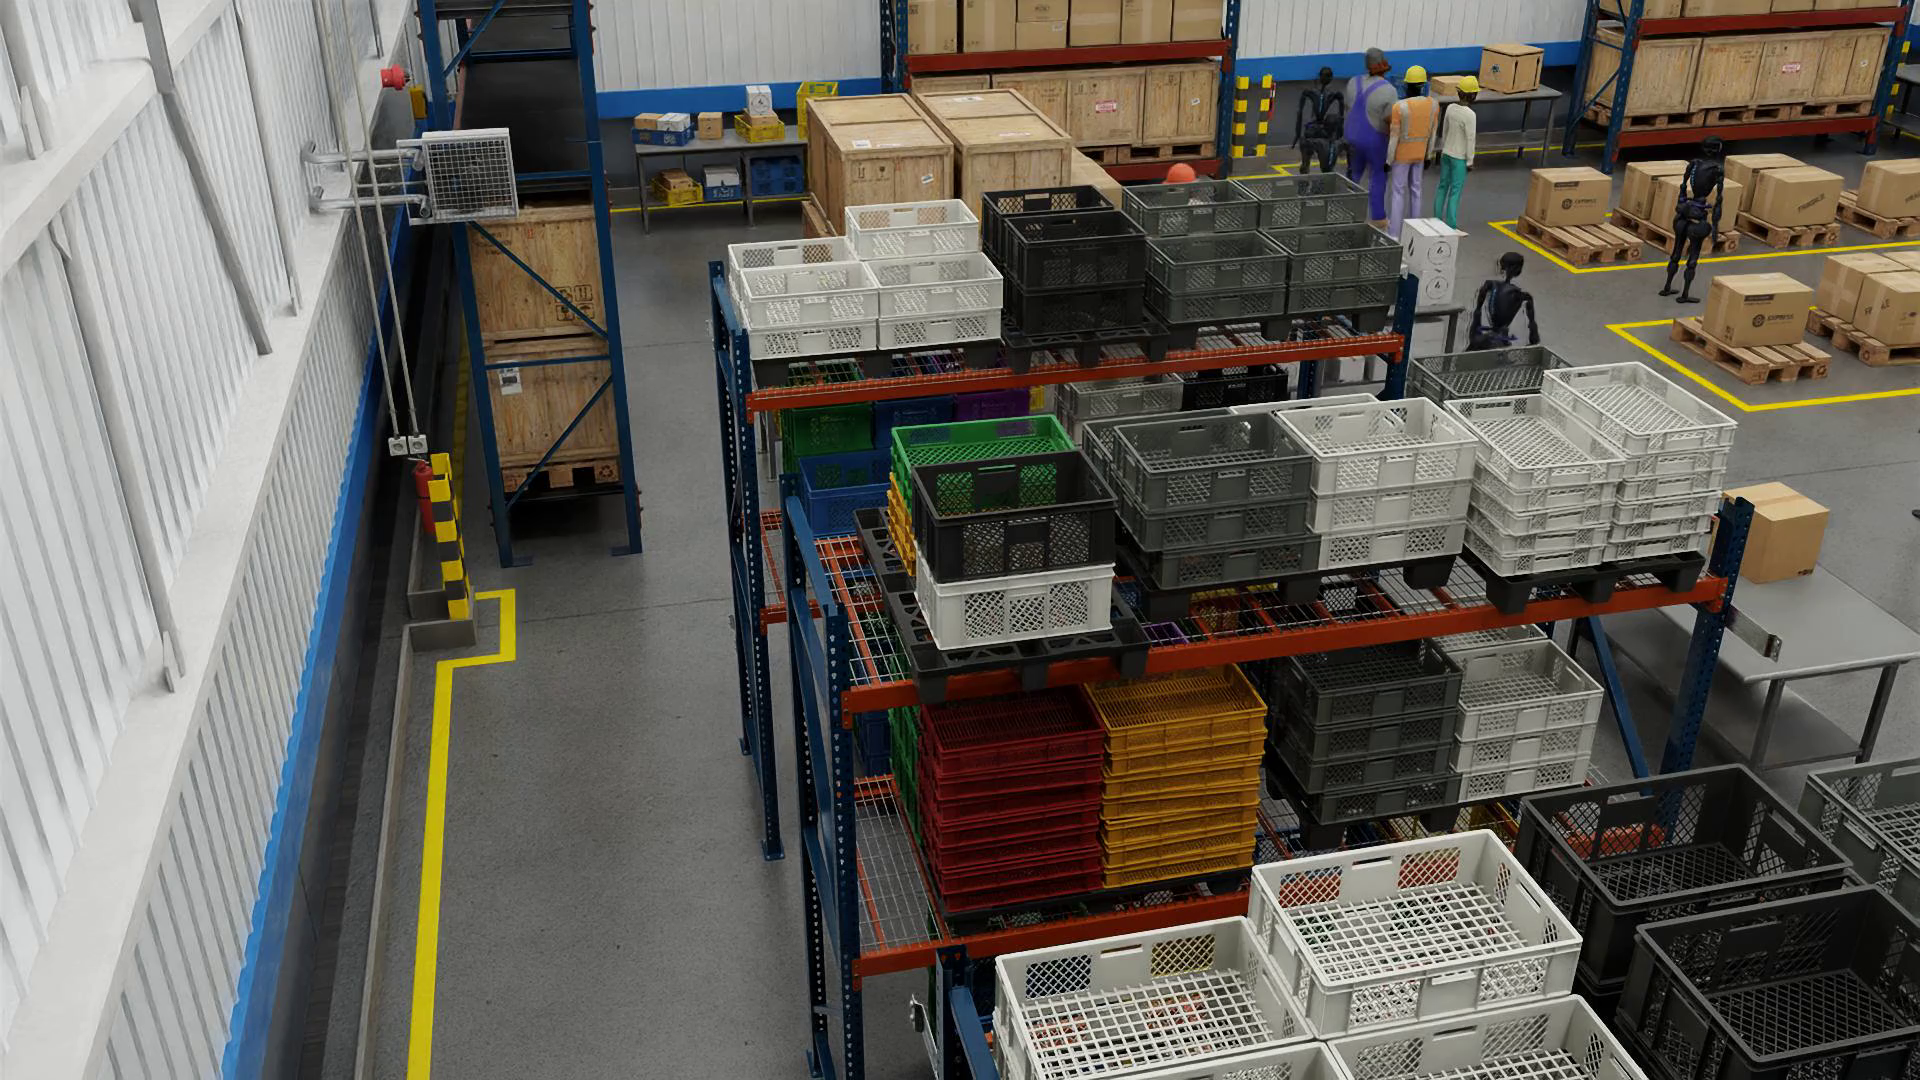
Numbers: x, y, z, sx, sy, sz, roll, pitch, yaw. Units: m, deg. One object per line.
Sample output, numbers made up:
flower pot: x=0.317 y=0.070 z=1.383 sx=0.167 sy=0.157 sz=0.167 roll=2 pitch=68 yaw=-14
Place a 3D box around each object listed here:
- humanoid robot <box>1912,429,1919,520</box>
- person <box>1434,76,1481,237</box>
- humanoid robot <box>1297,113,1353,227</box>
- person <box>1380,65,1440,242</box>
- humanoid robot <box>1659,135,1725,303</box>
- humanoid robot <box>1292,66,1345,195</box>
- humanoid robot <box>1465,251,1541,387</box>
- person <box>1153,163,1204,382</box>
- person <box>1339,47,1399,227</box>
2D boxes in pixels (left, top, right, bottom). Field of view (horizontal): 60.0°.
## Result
humanoid robot: x=7.414 y=-0.892 z=12.210 sx=0.589 sy=1.660 sz=0.327 roll=8 pitch=29 yaw=15
person: x=5.559 y=-4.282 z=18.563 sx=0.313 sy=1.769 sz=0.523 roll=-9 pitch=29 yaw=-17
humanoid robot: x=3.808 y=-3.631 z=17.427 sx=0.595 sy=1.647 sz=0.462 roll=-1 pitch=28 yaw=-2
person: x=4.929 y=-4.239 z=18.313 sx=0.592 sy=1.922 sz=0.384 roll=-10 pitch=29 yaw=-18
humanoid robot: x=7.353 y=-3.225 z=16.639 sx=0.318 sy=1.657 sz=0.603 roll=-9 pitch=29 yaw=-16
humanoid robot: x=4.196 y=-4.712 z=19.473 sx=0.593 sy=1.651 sz=0.345 roll=8 pitch=29 yaw=14
humanoid robot: x=4.375 y=-1.542 z=13.512 sx=0.766 sy=1.623 sz=0.561 roll=-13 pitch=30 yaw=-23
person: x=1.907 y=-2.322 z=14.621 sx=0.420 sy=1.979 sz=0.621 roll=18 pitch=33 yaw=30
person: x=4.671 y=-4.554 z=18.789 sx=0.535 sy=2.000 sz=0.775 roll=-19 pitch=33 yaw=-31
